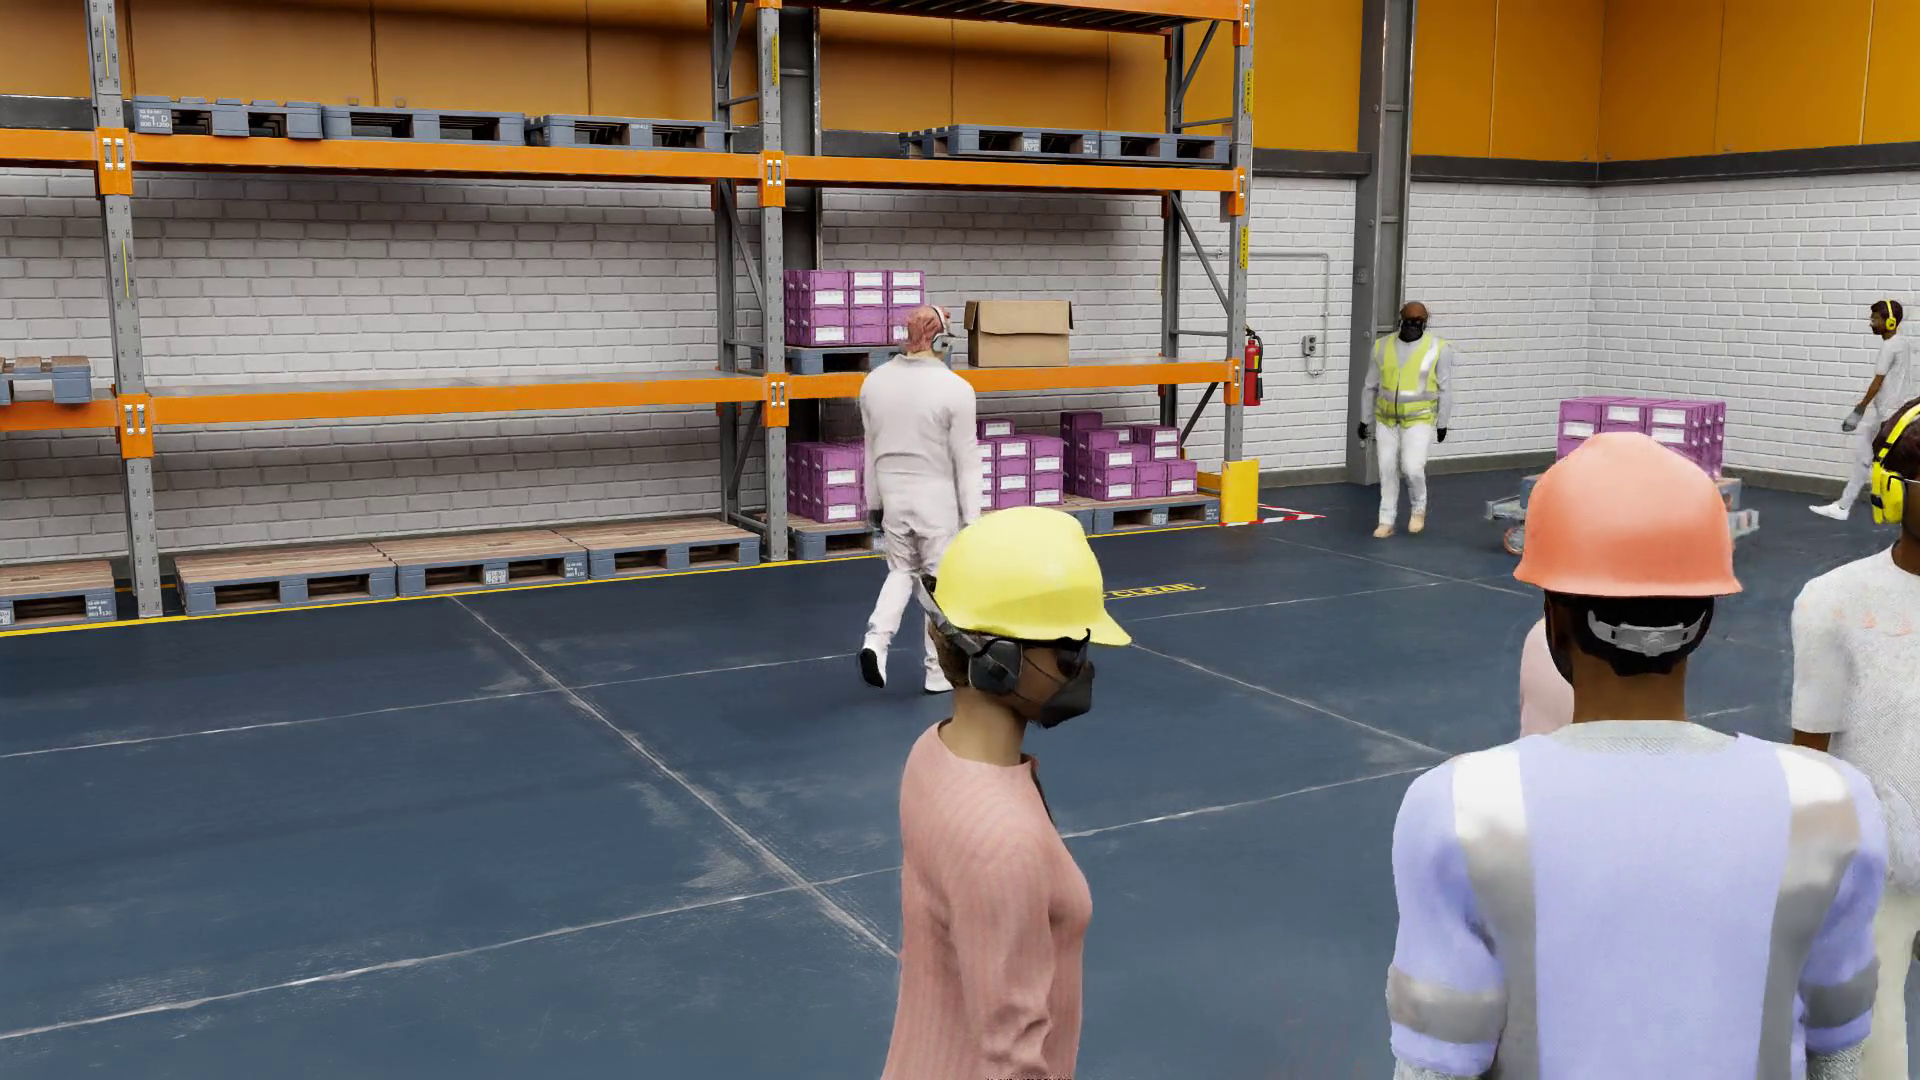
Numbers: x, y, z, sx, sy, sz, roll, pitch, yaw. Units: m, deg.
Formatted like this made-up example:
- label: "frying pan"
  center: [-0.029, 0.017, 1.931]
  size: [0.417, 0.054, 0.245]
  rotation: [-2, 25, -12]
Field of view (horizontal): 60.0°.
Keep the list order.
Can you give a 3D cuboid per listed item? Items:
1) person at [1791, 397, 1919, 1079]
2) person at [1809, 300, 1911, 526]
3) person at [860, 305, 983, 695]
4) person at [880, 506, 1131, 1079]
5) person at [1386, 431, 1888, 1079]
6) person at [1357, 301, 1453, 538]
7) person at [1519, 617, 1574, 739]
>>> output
- label: "person"
  center: [1.764, 0.650, 3.089]
  size: [0.544, 1.849, 0.433]
  rotation: [-2, 10, -13]
- label: "person"
  center: [7.420, -1.002, 13.299]
  size: [0.952, 1.816, 0.501]
  rotation: [6, 11, 31]
- label: "person"
  center: [-0.183, -0.172, 7.954]
  size: [0.670, 1.893, 0.550]
  rotation: [6, 11, 33]
- label: "person"
  center: [0.039, 0.832, 2.283]
  size: [0.365, 1.769, 0.539]
  rotation: [-2, 9, -9]
- label: "person"
  center: [0.781, 0.818, 1.993]
  size: [0.550, 1.889, 1.012]
  rotation: [2, 10, 12]
- label: "person"
  center: [3.369, -0.904, 12.654]
  size: [0.670, 1.818, 0.436]
  rotation: [7, 12, 36]
- label: "person"
  center: [1.090, 0.705, 3.088]
  size: [0.521, 1.751, 0.528]
  rotation: [0, 9, 1]
